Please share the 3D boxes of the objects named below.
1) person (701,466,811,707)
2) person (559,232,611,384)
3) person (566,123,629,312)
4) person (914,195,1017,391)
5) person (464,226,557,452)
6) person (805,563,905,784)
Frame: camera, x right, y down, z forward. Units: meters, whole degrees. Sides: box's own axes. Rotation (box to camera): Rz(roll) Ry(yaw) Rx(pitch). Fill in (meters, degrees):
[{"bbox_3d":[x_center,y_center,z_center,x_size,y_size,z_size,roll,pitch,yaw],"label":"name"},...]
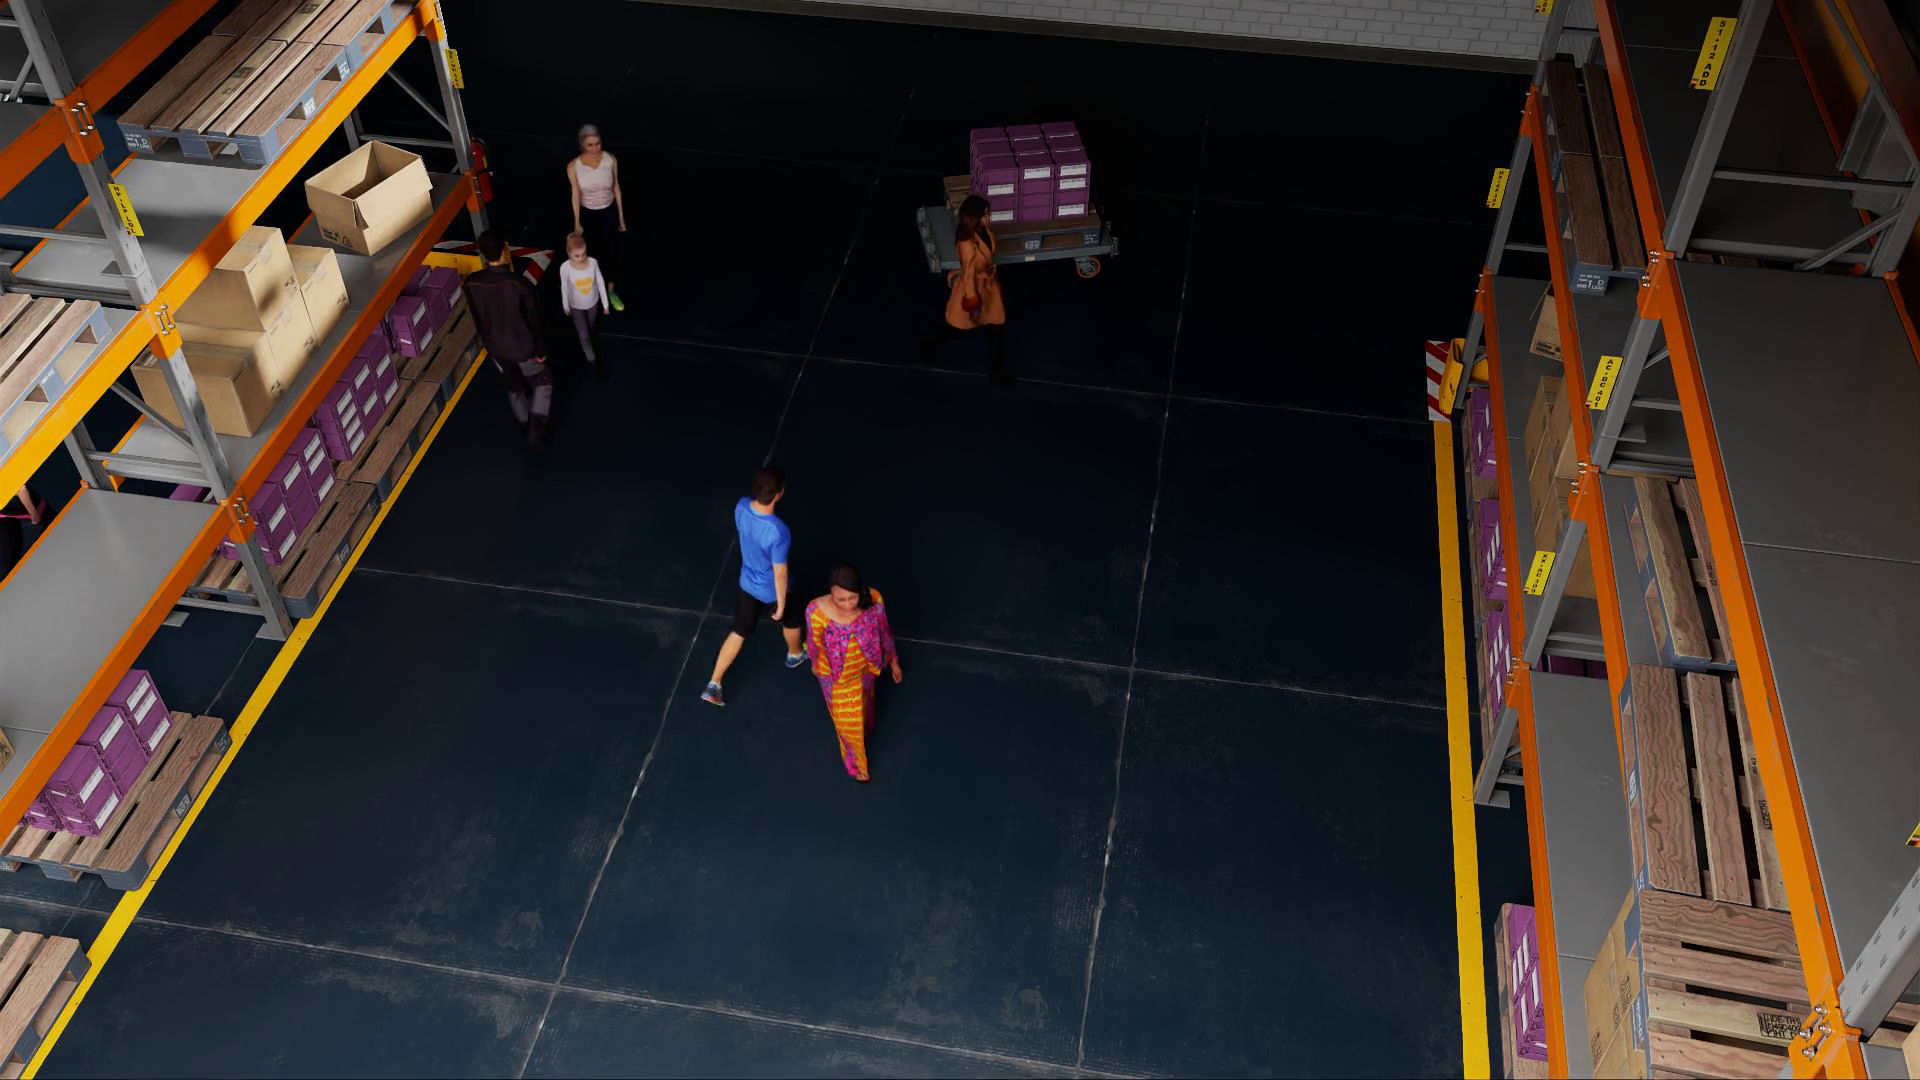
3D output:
[{"bbox_3d":[-1.292,0.341,10.504,1.027,1.831,1.318,28,50,26],"label":"person"},{"bbox_3d":[-3.027,-1.926,13.310,0.858,1.242,0.949,-22,48,-21],"label":"person"},{"bbox_3d":[-3.042,-2.740,13.842,0.905,1.687,0.981,-20,47,-20],"label":"person"},{"bbox_3d":[0.028,-1.914,12.983,0.979,1.676,1.163,21,47,21],"label":"person"},{"bbox_3d":[-3.321,-1.387,12.248,0.727,1.928,0.792,4,44,4],"label":"person"},{"bbox_3d":[-0.696,0.692,10.269,0.926,1.647,1.007,-22,48,-21],"label":"person"}]
